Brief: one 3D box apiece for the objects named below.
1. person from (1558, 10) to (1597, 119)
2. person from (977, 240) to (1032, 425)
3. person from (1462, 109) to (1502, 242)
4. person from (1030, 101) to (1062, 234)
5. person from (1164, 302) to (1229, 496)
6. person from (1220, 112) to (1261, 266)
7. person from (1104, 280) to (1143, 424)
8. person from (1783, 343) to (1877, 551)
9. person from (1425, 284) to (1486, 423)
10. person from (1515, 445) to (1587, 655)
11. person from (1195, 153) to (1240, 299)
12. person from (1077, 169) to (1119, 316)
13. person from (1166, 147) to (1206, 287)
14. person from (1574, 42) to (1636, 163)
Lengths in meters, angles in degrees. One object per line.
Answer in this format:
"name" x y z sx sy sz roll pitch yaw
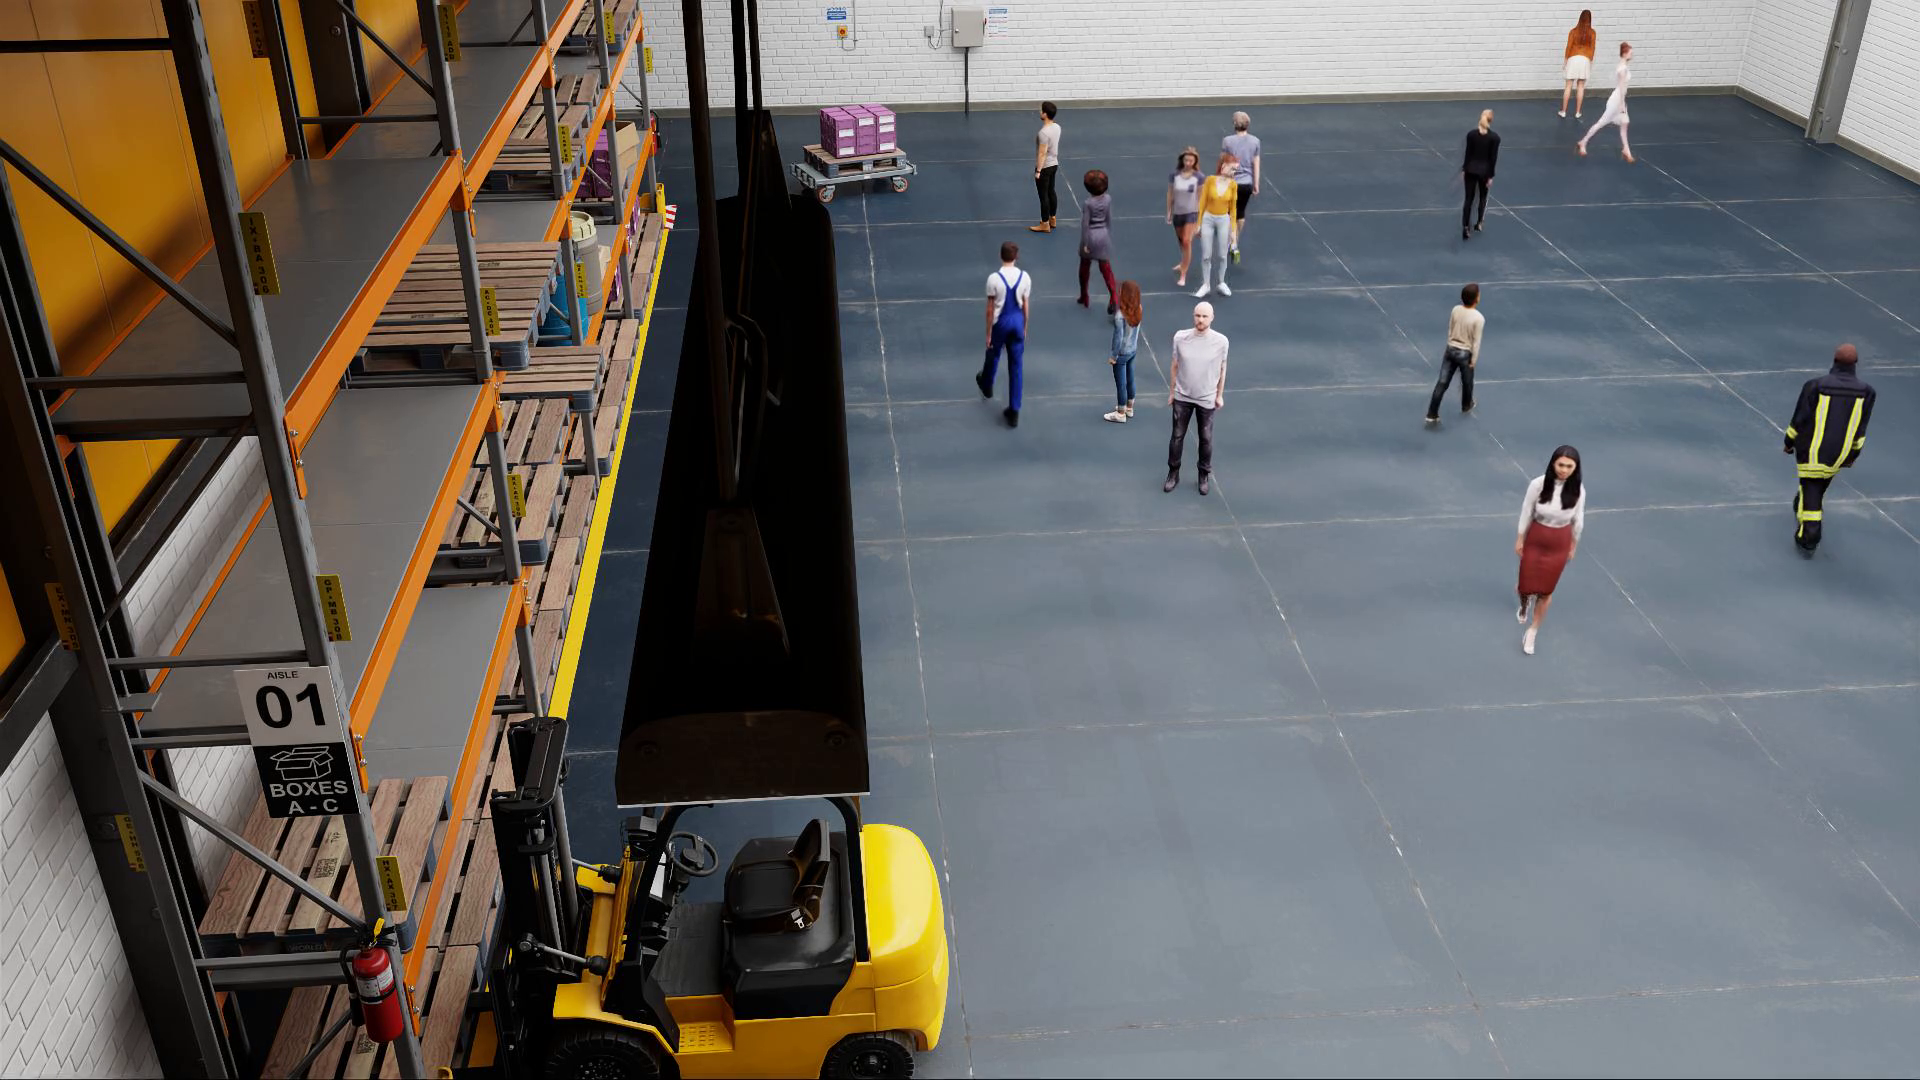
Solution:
"person" 10.157 -7.825 27.318 0.696 1.723 0.684 7 29 13
"person" 0.503 -2.040 16.630 0.739 1.802 1.228 -7 29 -12
"person" 6.717 -4.732 21.682 0.821 1.689 0.902 14 32 24
"person" 1.154 -4.963 22.070 0.750 1.724 0.658 16 32 27
"person" 2.171 -1.321 15.280 0.729 1.832 0.696 6 29 11
"person" 3.493 -4.386 20.885 0.676 1.846 1.164 -1 29 -2
"person" 1.663 -1.904 16.720 0.700 1.477 0.626 19 34 31
"person" 7.479 -0.780 14.345 0.968 1.777 1.289 5 29 9
"person" 4.947 -1.828 16.625 0.992 1.434 1.039 23 36 36
"person" 4.530 0.042 12.875 0.726 1.742 0.786 8 30 14
"person" 3.016 -3.732 19.815 0.690 1.721 0.625 11 31 19
"person" 1.624 -3.410 19.266 0.798 1.682 1.140 -11 30 -19
"person" 2.773 -3.991 20.349 0.968 1.666 1.094 19 34 31
"person" 9.712 -6.513 24.886 1.014 1.748 1.121 12 31 21
